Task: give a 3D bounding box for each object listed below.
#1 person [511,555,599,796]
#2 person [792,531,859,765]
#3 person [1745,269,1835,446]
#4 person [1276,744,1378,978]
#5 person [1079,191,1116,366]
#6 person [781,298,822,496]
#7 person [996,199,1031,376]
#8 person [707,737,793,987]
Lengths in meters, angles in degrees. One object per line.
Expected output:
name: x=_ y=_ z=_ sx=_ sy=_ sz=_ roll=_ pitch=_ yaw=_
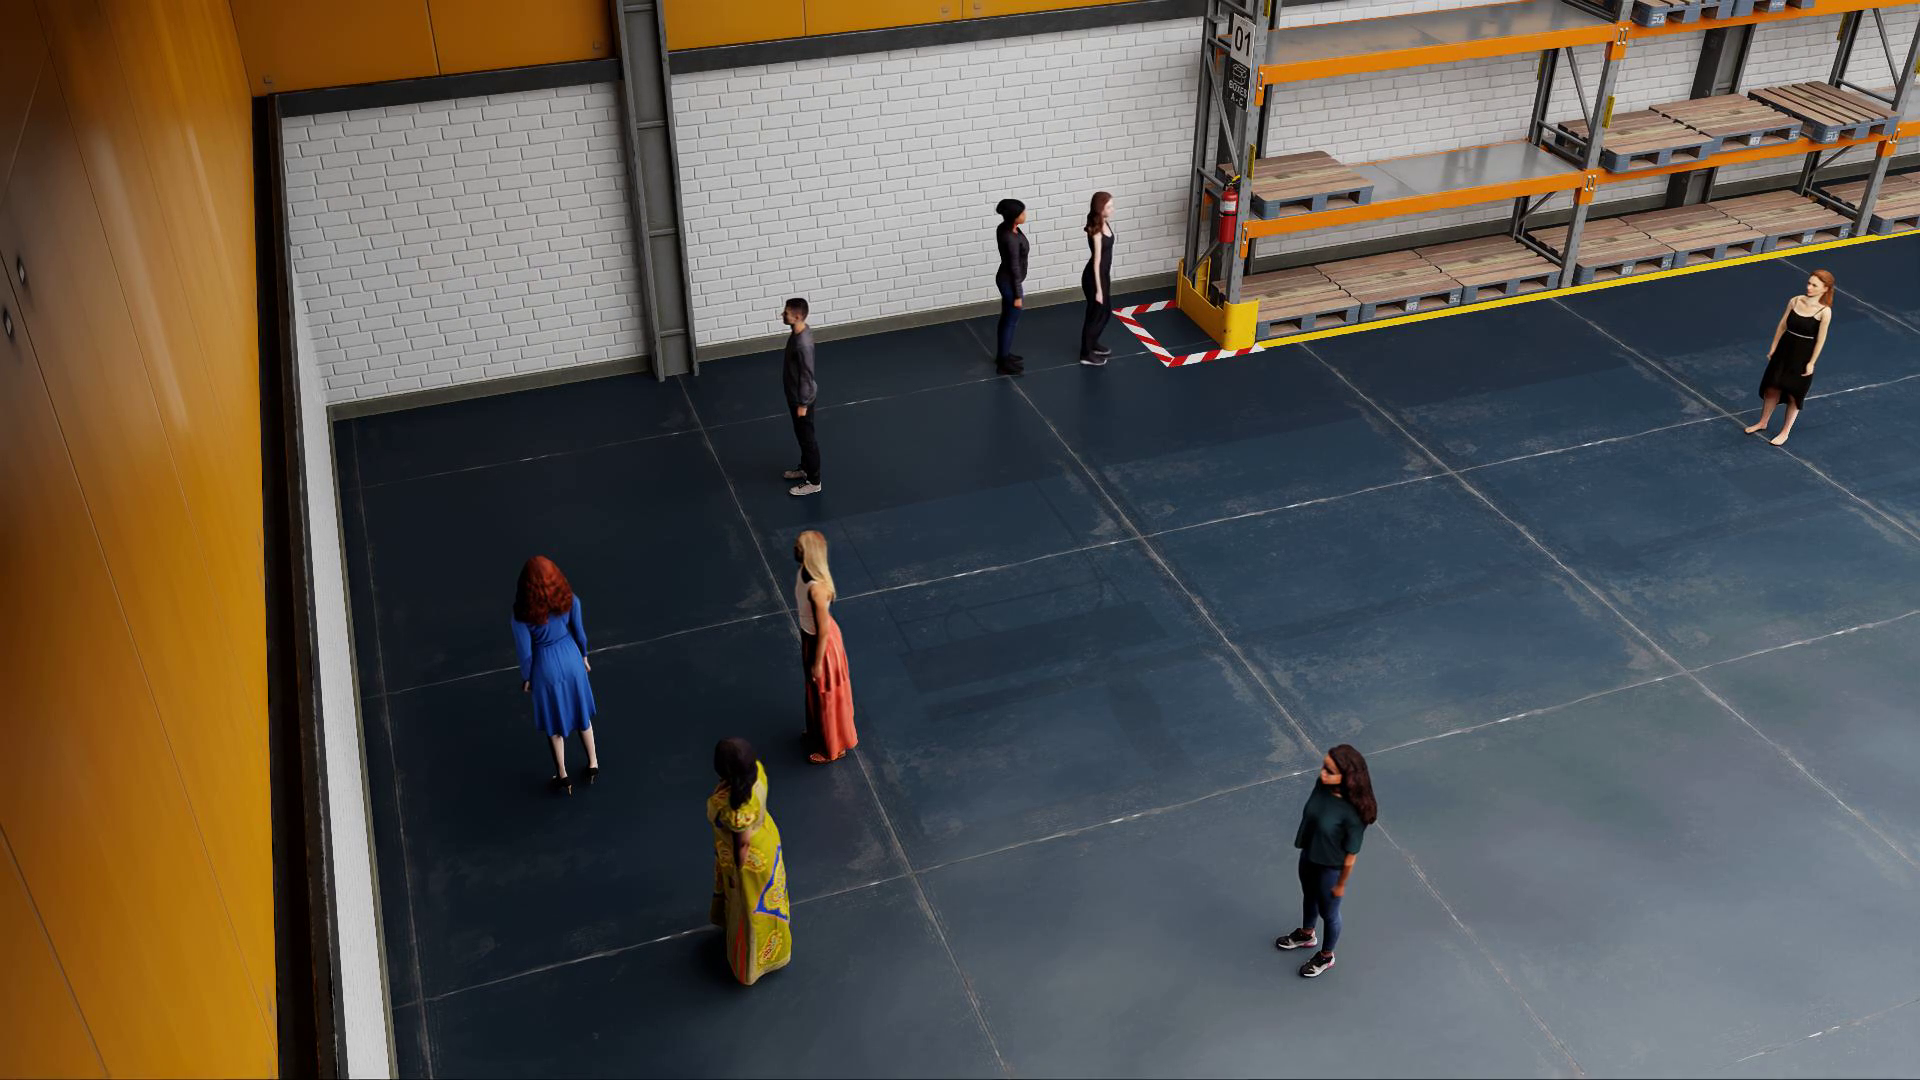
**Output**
person: x=-2.587 y=0.877 z=10.681 sx=0.566 sy=1.829 sz=0.711 roll=-18 pitch=38 yaw=-25
person: x=-0.922 y=0.700 z=10.972 sx=0.610 sy=1.801 sz=0.655 roll=-7 pitch=34 yaw=-11
person: x=7.349 y=-1.619 z=14.620 sx=0.646 sy=1.625 sz=0.635 roll=-21 pitch=39 yaw=-28
person: x=2.095 y=1.809 z=9.470 sx=0.582 sy=1.617 sz=0.591 roll=-13 pitch=36 yaw=-18
person: x=1.293 y=-2.497 z=15.839 sx=0.695 sy=1.738 sz=0.668 roll=8 pitch=34 yaw=12
person: x=-1.322 y=-1.214 z=13.888 sx=0.573 sy=1.761 sz=0.641 roll=-7 pitch=34 yaw=-11
person: x=0.462 y=-2.392 z=15.673 sx=0.605 sy=1.748 sz=0.664 roll=-4 pitch=34 yaw=-6
person: x=-1.215 y=1.773 z=9.486 sx=0.942 sy=1.660 sz=0.968 roll=1 pitch=34 yaw=2
